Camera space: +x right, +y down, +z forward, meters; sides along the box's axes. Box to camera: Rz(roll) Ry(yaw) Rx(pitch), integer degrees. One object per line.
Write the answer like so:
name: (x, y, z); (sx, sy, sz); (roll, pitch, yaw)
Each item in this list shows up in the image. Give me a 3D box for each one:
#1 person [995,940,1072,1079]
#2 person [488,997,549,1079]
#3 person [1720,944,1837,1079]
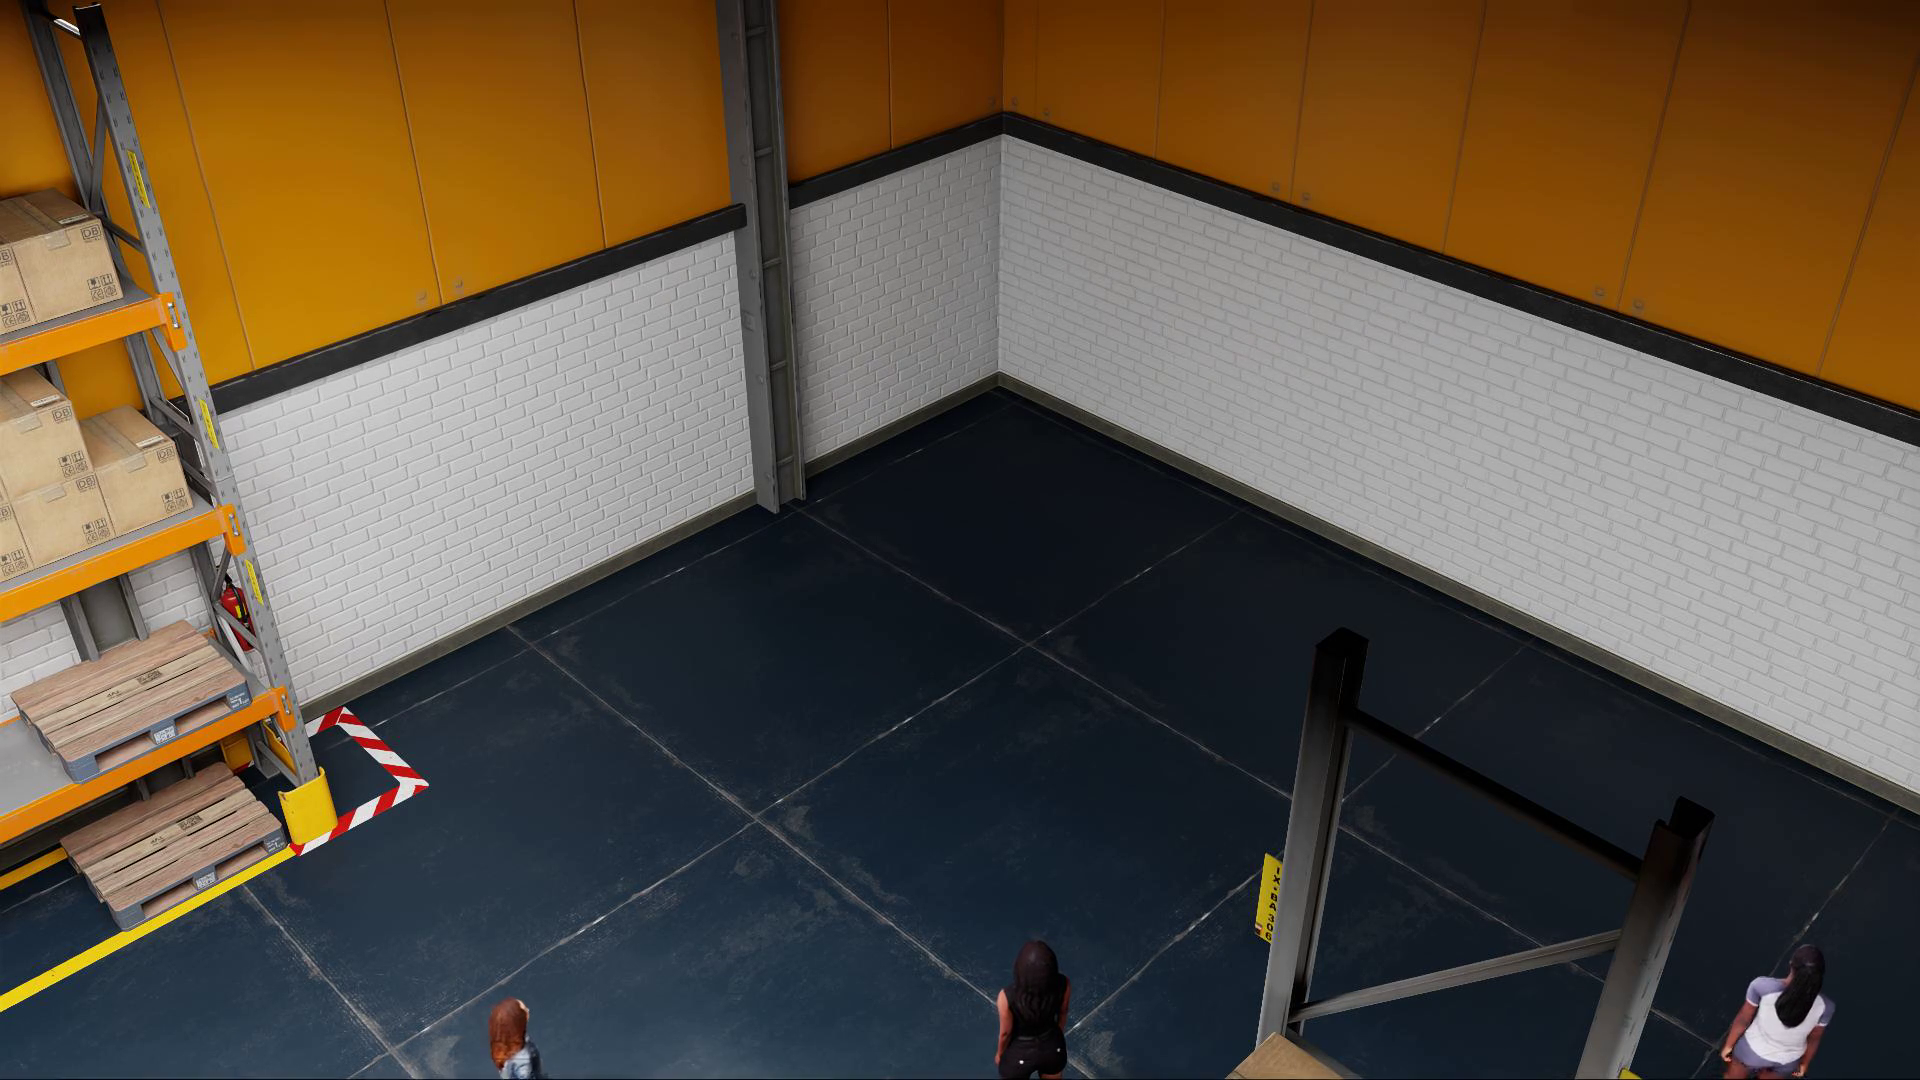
person: (0.414, 2.925, 9.514); (0.587, 1.741, 0.722); (-12, 36, -18)
person: (-2.537, 3.145, 9.436); (0.927, 1.461, 0.635); (-23, 40, -31)
person: (4.583, 2.984, 9.453); (0.791, 1.709, 0.905); (12, 36, 18)
